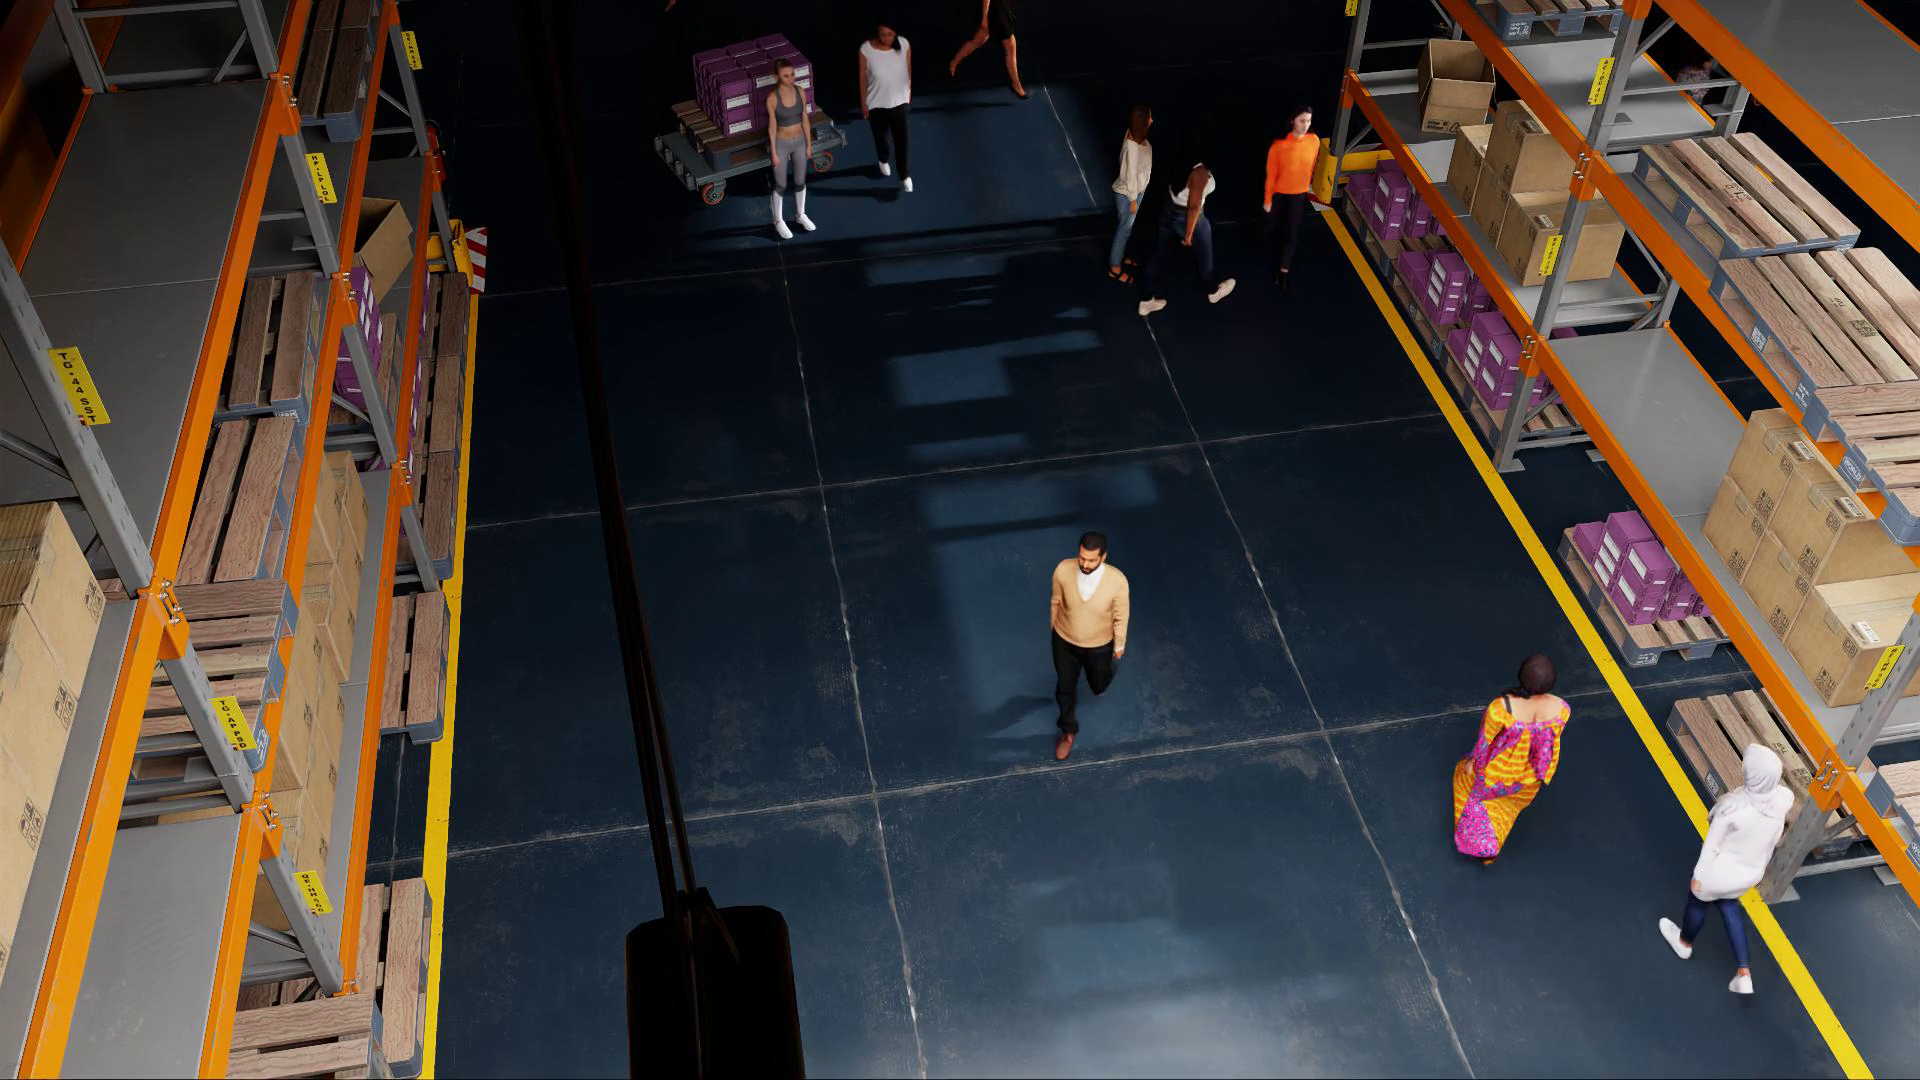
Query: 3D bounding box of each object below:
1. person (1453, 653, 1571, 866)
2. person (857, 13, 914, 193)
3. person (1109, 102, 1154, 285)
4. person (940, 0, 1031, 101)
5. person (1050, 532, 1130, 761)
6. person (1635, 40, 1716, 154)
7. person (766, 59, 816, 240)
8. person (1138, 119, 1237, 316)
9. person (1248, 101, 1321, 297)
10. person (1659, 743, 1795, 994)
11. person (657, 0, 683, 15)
[{"bbox_3d":[3.218,1.322,9.748,0.689,1.657,0.780,-3,44,-3],"label":"person"},{"bbox_3d":[-0.683,-4.148,15.484,0.653,1.663,0.913,-8,44,-9],"label":"person"},{"bbox_3d":[1.443,-2.992,14.262,0.738,1.676,0.596,6,44,7],"label":"person"},{"bbox_3d":[0.235,-5.218,16.515,0.973,1.790,1.181,10,44,10],"label":"person"},{"bbox_3d":[0.809,0.575,10.473,0.952,1.737,1.125,13,45,14],"label":"person"},{"bbox_3d":[6.436,-3.816,15.142,0.718,1.656,1.203,-14,45,-14],"label":"person"},{"bbox_3d":[-1.521,-3.485,14.761,0.613,1.701,0.608,-23,48,-23],"label":"person"},{"bbox_3d":[1.762,-2.610,13.799,0.949,1.761,1.119,-22,48,-22],"label":"person"},{"bbox_3d":[2.741,-2.980,14.214,0.645,1.725,1.044,-9,44,-9],"label":"person"},{"bbox_3d":[4.254,1.887,9.087,0.677,1.750,0.929,-8,44,-9],"label":"person"},{"bbox_3d":[-3.203,-6.538,17.982,0.761,1.678,0.648,8,44,8],"label":"person"}]
